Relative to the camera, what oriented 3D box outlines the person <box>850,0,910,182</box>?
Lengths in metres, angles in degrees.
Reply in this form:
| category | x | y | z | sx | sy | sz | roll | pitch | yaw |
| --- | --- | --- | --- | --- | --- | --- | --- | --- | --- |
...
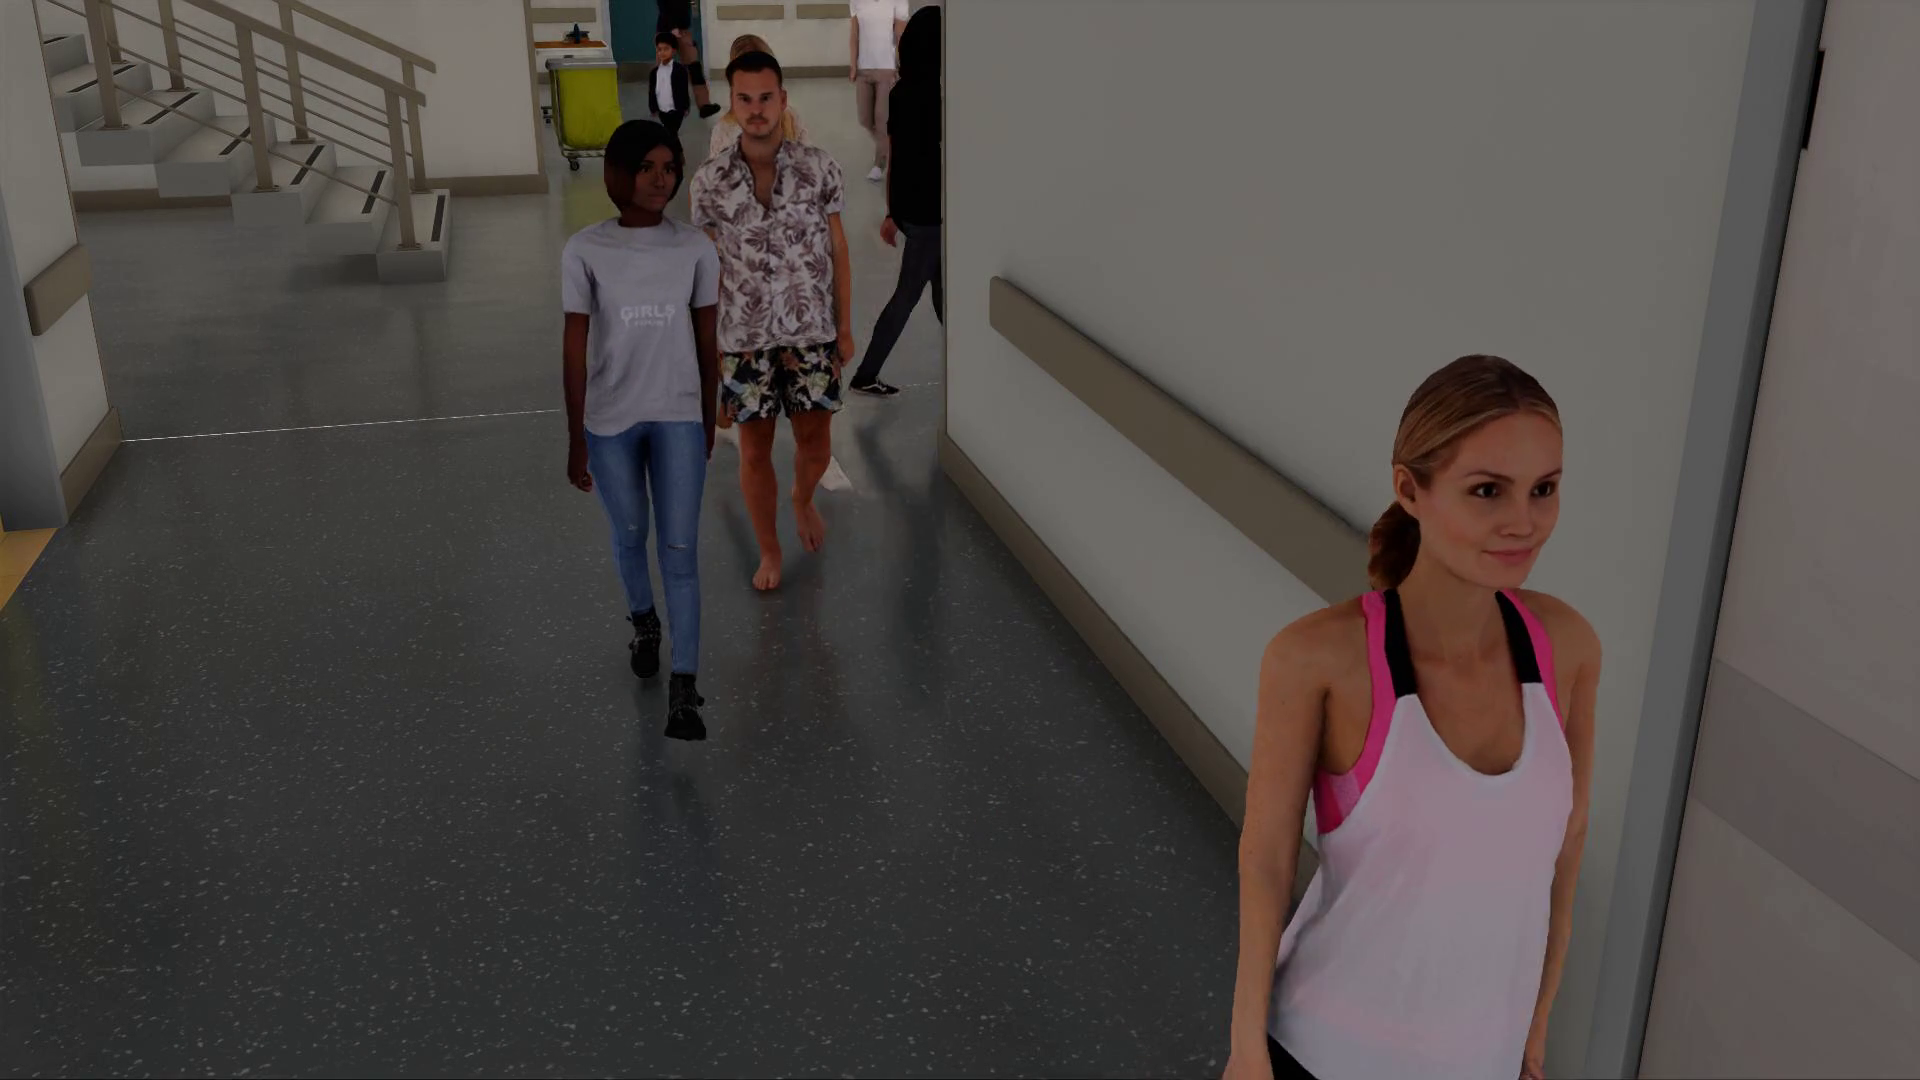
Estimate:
| category | x | y | z | sx | sy | sz | roll | pitch | yaw |
| --- | --- | --- | --- | --- | --- | --- | --- | --- | --- |
| person | -0.680 | -4.090 | 14.437 | 0.975 | 1.876 | 1.007 | 8 | 22 | 19 |

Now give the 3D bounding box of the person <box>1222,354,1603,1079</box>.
| category | x | y | z | sx | sy | sz | roll | pitch | yaw |
| --- | --- | --- | --- | --- | --- | --- | --- | --- | --- |
| person | 0.510 | 0.617 | 2.148 | 0.842 | 1.778 | 0.709 | -4 | 21 | -11 |

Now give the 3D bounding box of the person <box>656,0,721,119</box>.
| category | x | y | z | sx | sy | sz | roll | pitch | yaw |
| --- | --- | --- | --- | --- | --- | --- | --- | --- | --- |
| person | -3.239 | -5.632 | 18.490 | 1.108 | 1.889 | 1.166 | 19 | 28 | 40 |

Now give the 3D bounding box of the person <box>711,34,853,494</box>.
| category | x | y | z | sx | sy | sz | roll | pitch | yaw |
| --- | --- | --- | --- | --- | --- | --- | --- | --- | --- |
| person | -0.832 | -1.073 | 6.640 | 1.124 | 1.757 | 1.194 | 18 | 27 | 39 |

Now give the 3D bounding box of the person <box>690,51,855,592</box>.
| category | x | y | z | sx | sy | sz | roll | pitch | yaw |
| --- | --- | --- | --- | --- | --- | --- | --- | --- | --- |
| person | -0.634 | -0.746 | 5.717 | 0.727 | 1.799 | 0.809 | -2 | 21 | -4 |

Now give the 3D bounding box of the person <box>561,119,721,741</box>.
| category | x | y | z | sx | sy | sz | roll | pitch | yaw |
| --- | --- | --- | --- | --- | --- | --- | --- | --- | --- |
| person | -0.914 | -0.316 | 4.757 | 1.080 | 1.675 | 0.689 | -4 | 21 | -11 |

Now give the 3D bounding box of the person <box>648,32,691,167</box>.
| category | x | y | z | sx | sy | sz | roll | pitch | yaw |
| --- | --- | --- | --- | --- | --- | --- | --- | --- | --- |
| person | -2.584 | -3.920 | 14.949 | 0.841 | 1.196 | 0.832 | 7 | 22 | 18 |
